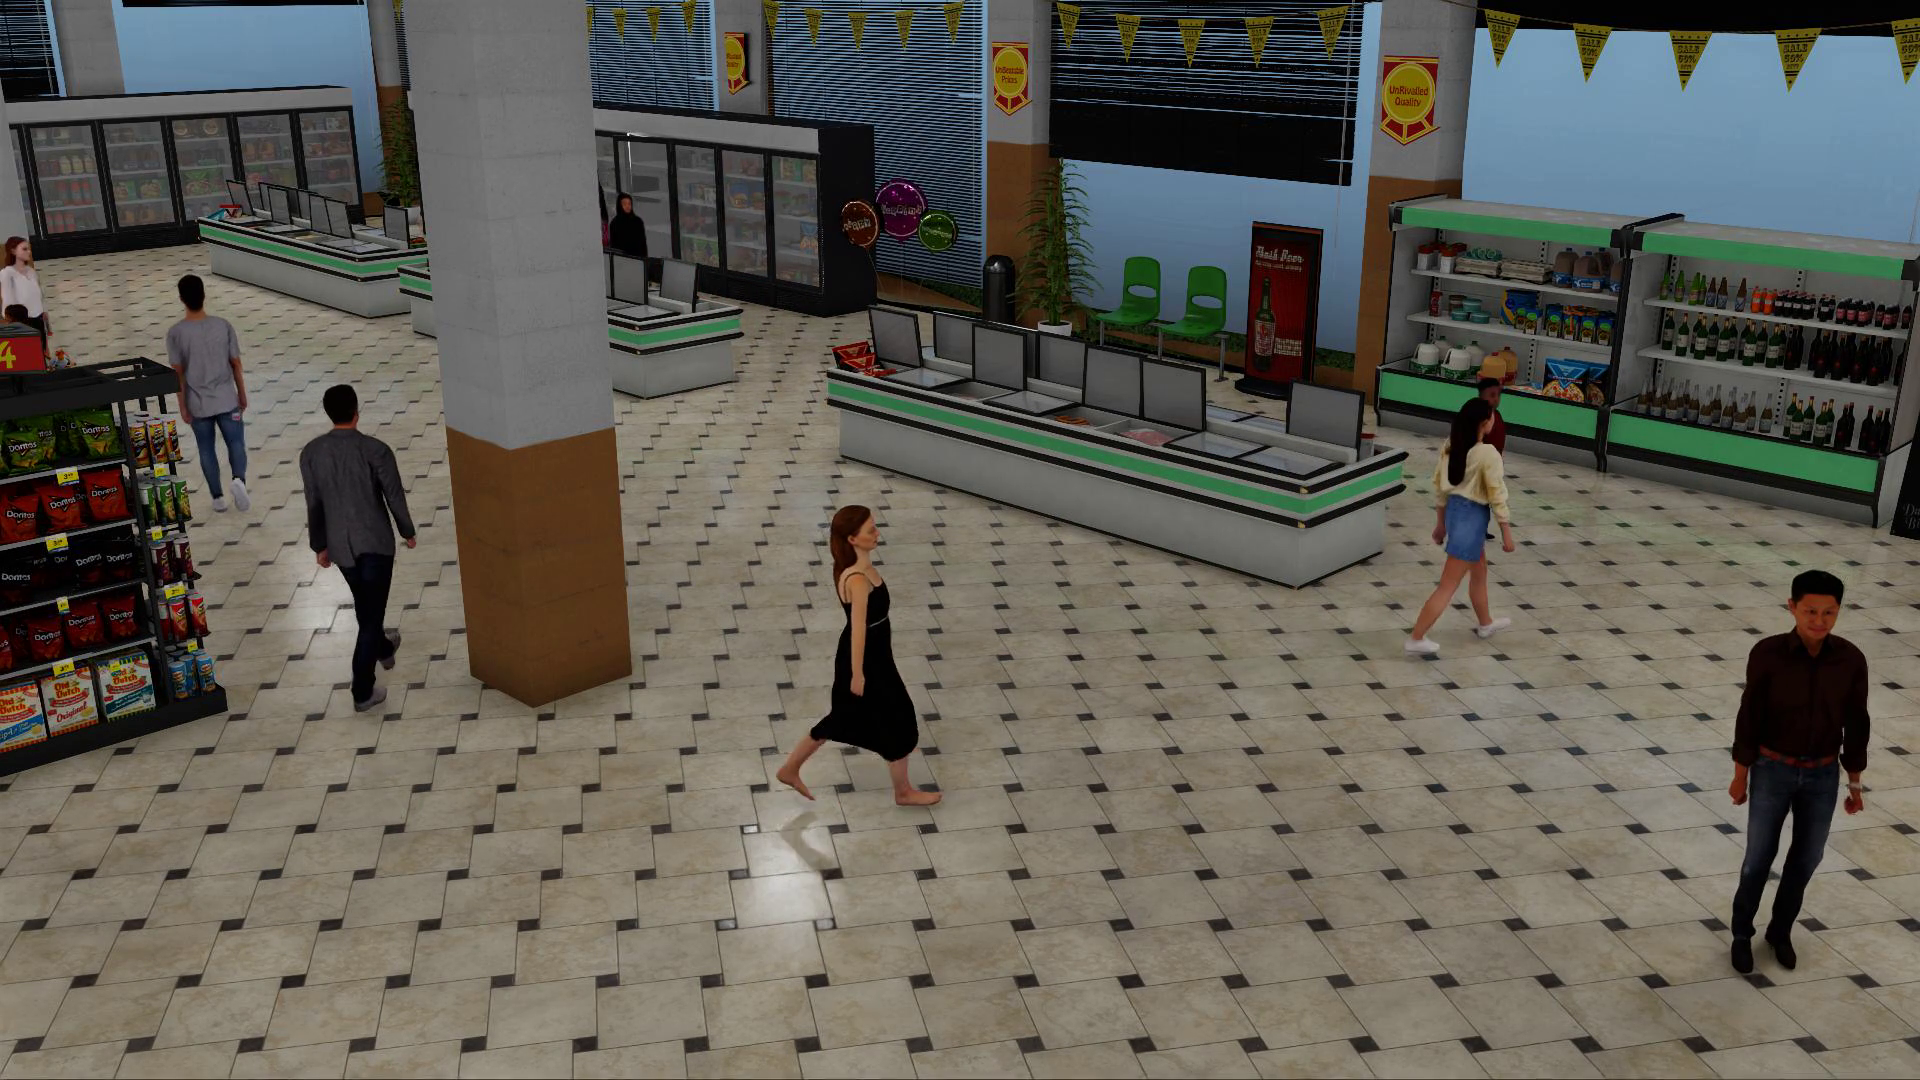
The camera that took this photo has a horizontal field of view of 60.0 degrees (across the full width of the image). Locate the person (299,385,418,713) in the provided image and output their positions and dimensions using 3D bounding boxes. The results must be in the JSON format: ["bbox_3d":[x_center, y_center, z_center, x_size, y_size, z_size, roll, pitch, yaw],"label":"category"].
[{"bbox_3d":[-3.420,0.081,9.450,1.215,1.823,1.229,1,19,4],"label":"person"}]

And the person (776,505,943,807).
[{"bbox_3d":[-0.569,0.615,8.233,1.071,1.589,1.047,-1,19,-4],"label":"person"}]

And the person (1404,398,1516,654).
[{"bbox_3d":[3.035,-0.037,10.164,0.980,1.589,1.145,-8,20,-23],"label":"person"}]

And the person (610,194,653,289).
[{"bbox_3d":[-3.962,-3.342,19.943,0.726,1.604,0.953,-11,22,-30],"label":"person"}]

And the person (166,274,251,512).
[{"bbox_3d":[-5.751,-1.078,12.809,0.868,1.873,1.099,-10,21,-27],"label":"person"}]

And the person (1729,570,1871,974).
[{"bbox_3d":[3.485,0.954,6.936,0.730,1.774,0.824,3,19,10],"label":"person"}]

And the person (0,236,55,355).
[{"bbox_3d":[-8.833,-1.969,15.647,0.769,1.748,0.727,2,19,7],"label":"person"}]
